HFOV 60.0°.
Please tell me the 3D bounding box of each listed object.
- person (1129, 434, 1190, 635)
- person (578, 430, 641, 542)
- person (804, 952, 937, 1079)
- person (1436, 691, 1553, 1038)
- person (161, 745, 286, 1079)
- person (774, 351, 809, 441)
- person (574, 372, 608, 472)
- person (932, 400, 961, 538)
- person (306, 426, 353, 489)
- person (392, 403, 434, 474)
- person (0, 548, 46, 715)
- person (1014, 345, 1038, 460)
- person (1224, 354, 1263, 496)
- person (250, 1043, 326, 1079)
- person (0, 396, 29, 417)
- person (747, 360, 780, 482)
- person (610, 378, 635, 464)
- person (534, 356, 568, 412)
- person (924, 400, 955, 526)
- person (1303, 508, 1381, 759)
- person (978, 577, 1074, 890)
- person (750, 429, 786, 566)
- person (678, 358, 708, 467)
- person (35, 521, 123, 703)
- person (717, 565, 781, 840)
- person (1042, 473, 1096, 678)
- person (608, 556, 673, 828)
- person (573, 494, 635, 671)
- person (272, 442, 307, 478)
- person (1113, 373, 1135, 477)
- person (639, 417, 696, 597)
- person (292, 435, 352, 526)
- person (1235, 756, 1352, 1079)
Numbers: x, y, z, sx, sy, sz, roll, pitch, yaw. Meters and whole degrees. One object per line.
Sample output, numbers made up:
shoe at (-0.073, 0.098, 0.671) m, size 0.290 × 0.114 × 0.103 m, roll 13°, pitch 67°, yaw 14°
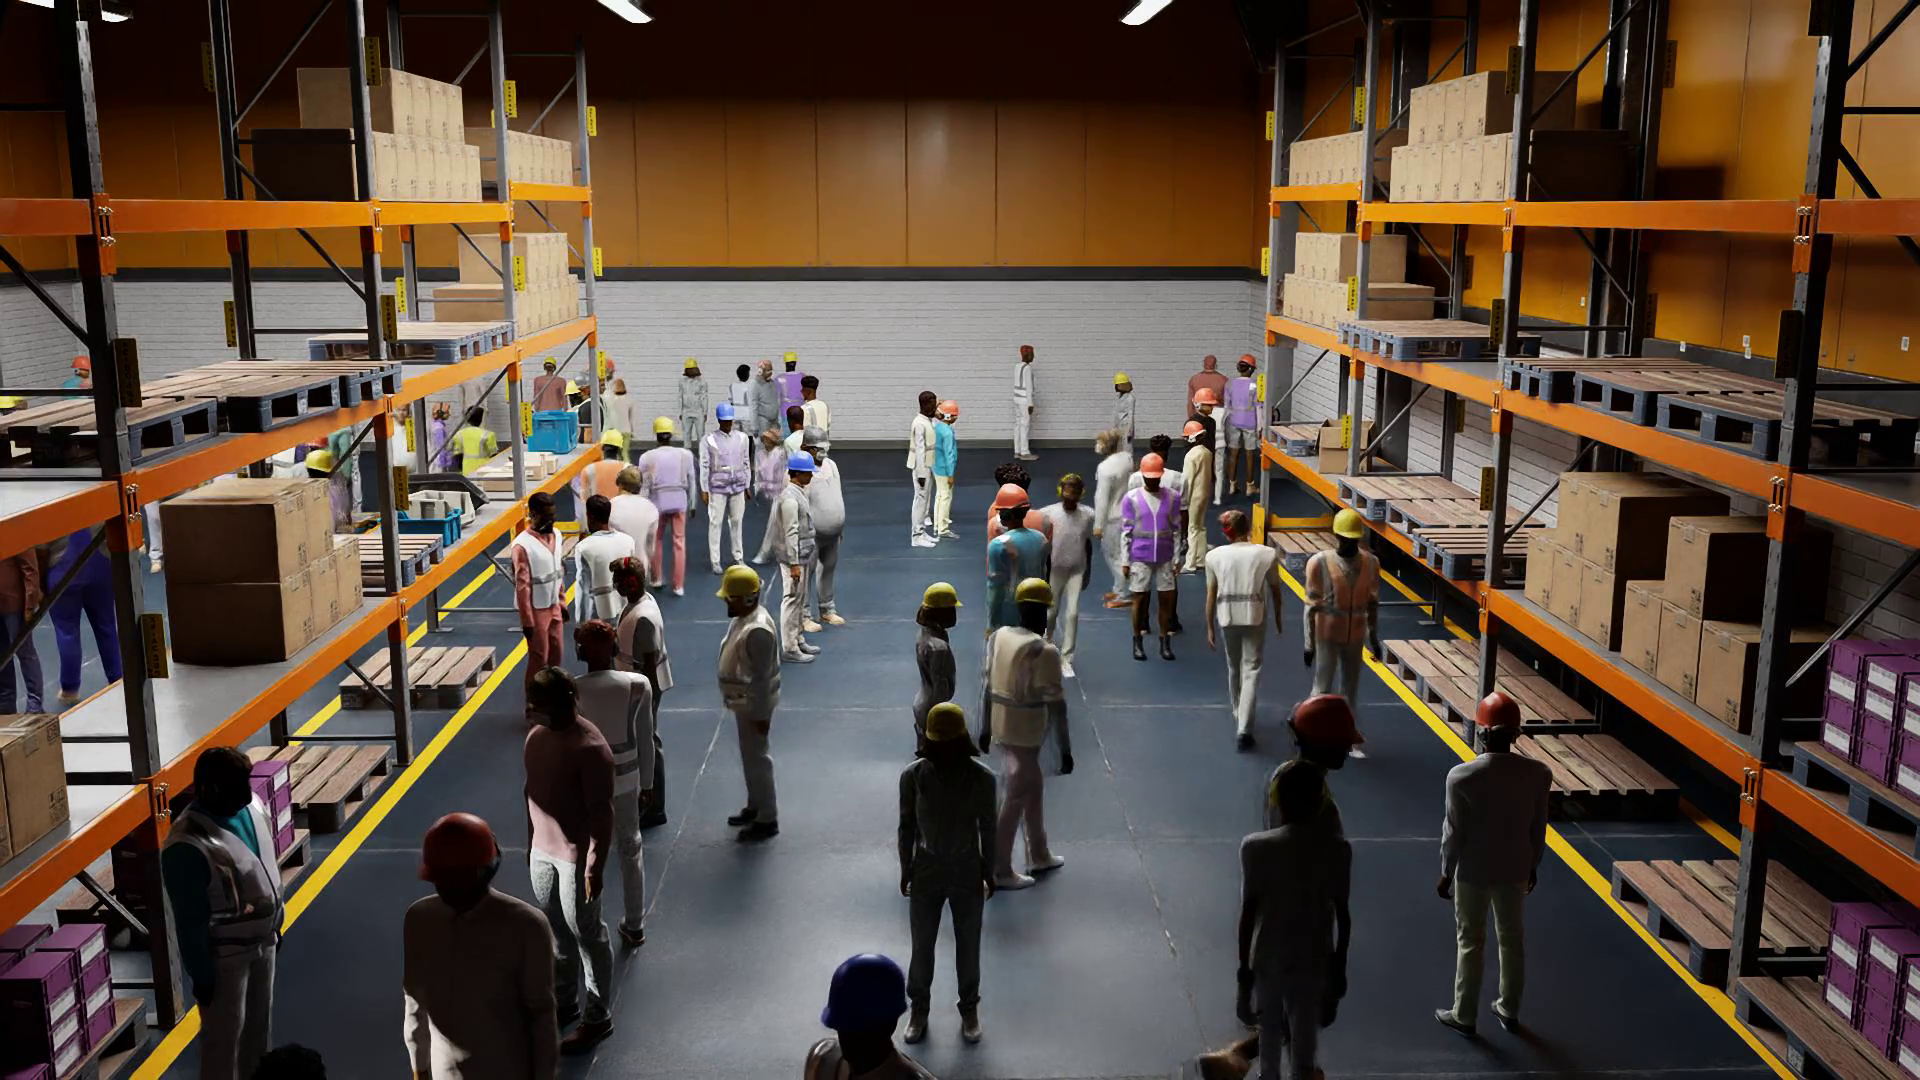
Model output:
person at (1.925, -0.049, 16.082) m, size 0.602 × 1.959 × 0.379 m, roll 3°, pitch 12°, yaw 15°
person at (-3.564, -0.172, 16.944) m, size 0.631 × 1.876 × 0.978 m, roll -1°, pitch 11°, yaw -6°
person at (-0.267, 2.158, 5.035) m, size 0.605 × 1.951 × 0.381 m, roll 9°, pitch 15°, yaw 39°
person at (2.636, 1.609, 8.284) m, size 0.567 × 1.751 × 0.332 m, roll -3°, pitch 12°, yaw -13°
person at (-3.176, 1.775, 7.279) m, size 0.431 × 1.834 × 0.633 m, roll 1°, pitch 11°, yaw 7°
person at (-2.603, -1.966, 25.796) m, size 0.590 × 1.922 × 0.390 m, roll -5°, pitch 12°, yaw -24°
person at (-4.825, -1.171, 21.505) m, size 0.535 × 2.000 × 0.674 m, roll 0°, pitch 11°, yaw 1°
person at (-0.161, -0.885, 20.837) m, size 0.352 × 1.738 × 0.573 m, roll -3°, pitch 12°, yaw -16°
person at (-7.659, -0.834, 20.254) m, size 0.638 × 1.868 × 1.042 m, roll 2°, pitch 11°, yaw 11°
person at (-6.705, -0.811, 20.124) m, size 0.661 × 1.878 × 0.786 m, roll -4°, pitch 12°, yaw -21°
person at (-7.599, 0.504, 13.219) m, size 0.622 × 1.994 × 0.382 m, roll 4°, pitch 12°, yaw 17°
person at (1.066, -2.265, 27.386) m, size 0.362 × 1.883 × 0.576 m, roll -4°, pitch 12°, yaw -18°
person at (4.100, -1.655, 23.953) m, size 0.605 × 2.034 × 0.398 m, roll 8°, pitch 14°, yaw 34°
person at (-1.951, 2.341, 4.864) m, size 0.536 × 1.674 × 0.751 m, roll -2°, pitch 11°, yaw -10°
person at (-12.612, -1.167, 22.269) m, size 0.488 × 1.722 × 0.531 m, roll -1°, pitch 11°, yaw -3°
person at (-2.883, -1.730, 24.686) m, size 0.400 × 1.894 × 0.652 m, roll 5°, pitch 12°, yaw 25°
person at (-5.055, -1.590, 24.670) m, size 0.520 × 1.617 × 0.369 m, roll -10°, pitch 15°, yaw -40°
person at (-6.582, -2.078, 26.779) m, size 0.532 × 1.755 × 0.342 m, roll -2°, pitch 11°, yaw -10°
person at (-0.289, -1.015, 21.725) m, size 0.515 × 1.641 × 0.315 m, roll -6°, pitch 13°, yaw -30°
person at (2.847, 0.714, 12.395) m, size 0.596 × 1.909 × 0.389 m, roll -3°, pitch 12°, yaw -14°
person at (0.432, 1.175, 10.138) m, size 0.750 × 1.872 × 0.704 m, roll -8°, pitch 14°, yaw -34°
person at (-2.144, -0.505, 19.284) m, size 0.521 × 1.584 × 0.862 m, roll 9°, pitch 15°, yaw 39°
person at (-4.268, -2.036, 26.589) m, size 0.486 × 1.744 × 0.311 m, roll 2°, pitch 11°, yaw 9°
person at (-7.419, 0.331, 13.971) m, size 0.688 × 2.000 × 0.536 m, roll -10°, pitch 15°, yaw -41°
person at (-1.392, 1.045, 10.950) m, size 0.404 × 1.822 × 0.631 m, roll -4°, pitch 12°, yaw -18°
person at (0.922, 0.265, 14.864) m, size 0.537 × 1.831 × 0.746 m, roll -1°, pitch 11°, yaw -3°
person at (-2.118, 1.004, 11.107) m, size 0.388 × 1.837 × 0.564 m, roll -3°, pitch 12°, yaw -17°
person at (-2.765, 0.593, 13.009) m, size 0.409 × 1.907 × 0.598 m, roll 7°, pitch 13°, yaw 32°
person at (-7.747, -0.631, 19.287) m, size 0.564 × 1.846 × 0.390 m, roll 8°, pitch 14°, yaw 35°
person at (2.374, -1.580, 24.339) m, size 0.321 × 1.731 × 0.489 m, roll -5°, pitch 12°, yaw -23°
person at (-3.143, -0.370, 17.868) m, size 0.614 × 1.895 × 0.833 m, roll -3°, pitch 12°, yaw -17°
person at (-6.939, -0.325, 18.120) m, size 0.573 × 1.696 × 0.916 m, roll 1°, pitch 11°, yaw 4°
person at (1.424, 1.837, 7.084) m, size 0.515 × 1.783 × 1.059 m, roll 1°, pitch 11°, yaw 4°
